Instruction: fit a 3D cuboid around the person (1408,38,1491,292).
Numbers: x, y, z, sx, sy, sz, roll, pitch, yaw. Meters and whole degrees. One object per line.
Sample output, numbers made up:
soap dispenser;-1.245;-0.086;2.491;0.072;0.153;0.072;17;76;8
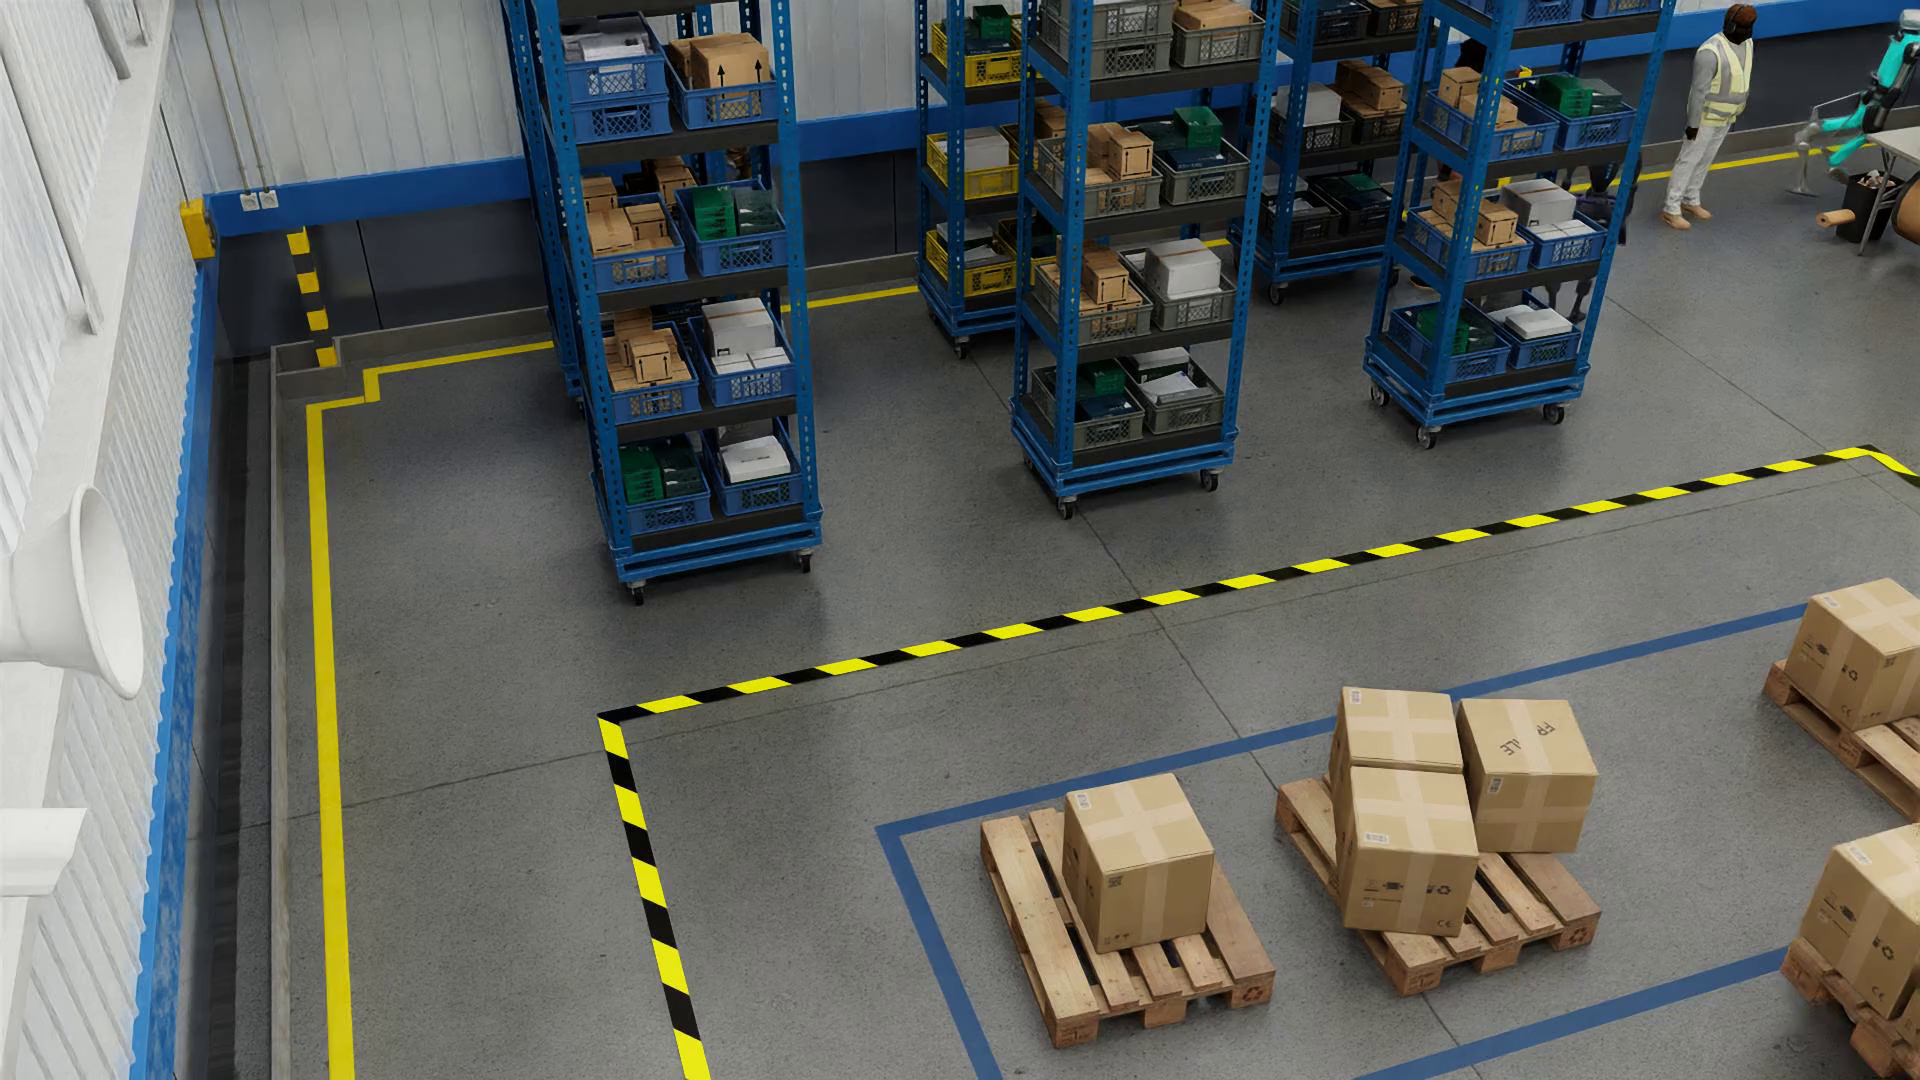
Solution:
person;3.766;-2.833;12.600;0.368;1.966;0.602;24;42;30

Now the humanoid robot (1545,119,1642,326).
humanoid robot;4.606;-2.349;12.165;0.613;1.638;0.418;0;35;0

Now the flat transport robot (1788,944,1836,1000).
flat transport robot;4.287;2.121;7.024;0.652;0.197;1.431;-11;37;-15

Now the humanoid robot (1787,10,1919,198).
humanoid robot;7.412;-3.546;13.827;1.031;1.737;0.549;8;36;11

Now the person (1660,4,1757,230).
person;6.161;-3.466;13.604;0.633;1.841;0.429;-24;42;-30

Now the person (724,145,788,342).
person;-1.377;-1.860;11.245;0.373;1.940;0.626;-10;36;-14
